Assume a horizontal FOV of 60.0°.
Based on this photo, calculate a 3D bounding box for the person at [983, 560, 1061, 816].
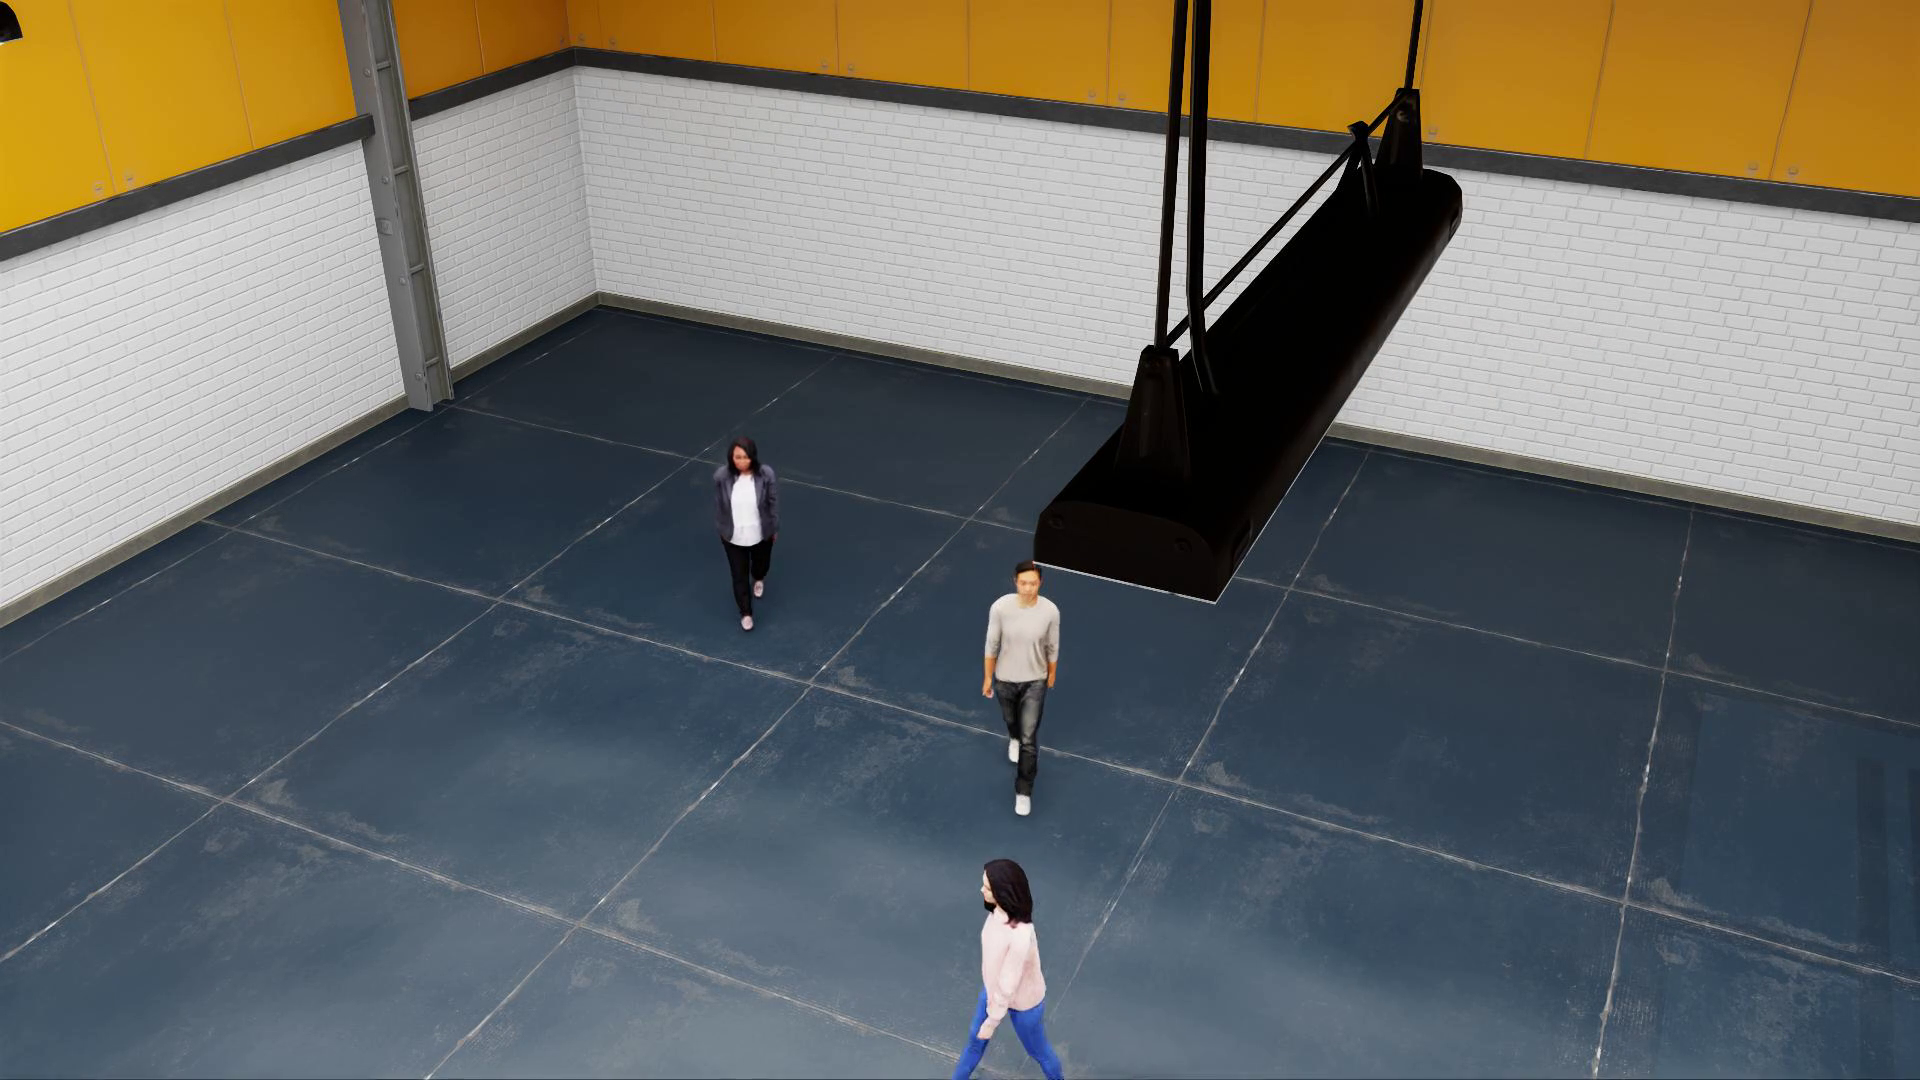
[{"bbox_3d":[0.412,0.894,11.408,0.878,1.774,1.220,4,29,7],"label":"person"}]

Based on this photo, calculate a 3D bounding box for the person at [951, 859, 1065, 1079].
[{"bbox_3d":[0.381,2.394,8.714,1.144,1.721,1.105,-9,30,-16],"label":"person"}]

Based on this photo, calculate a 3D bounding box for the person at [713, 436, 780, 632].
[{"bbox_3d":[-1.717,-0.109,13.455,0.999,1.574,1.119,-5,29,-9],"label":"person"}]
